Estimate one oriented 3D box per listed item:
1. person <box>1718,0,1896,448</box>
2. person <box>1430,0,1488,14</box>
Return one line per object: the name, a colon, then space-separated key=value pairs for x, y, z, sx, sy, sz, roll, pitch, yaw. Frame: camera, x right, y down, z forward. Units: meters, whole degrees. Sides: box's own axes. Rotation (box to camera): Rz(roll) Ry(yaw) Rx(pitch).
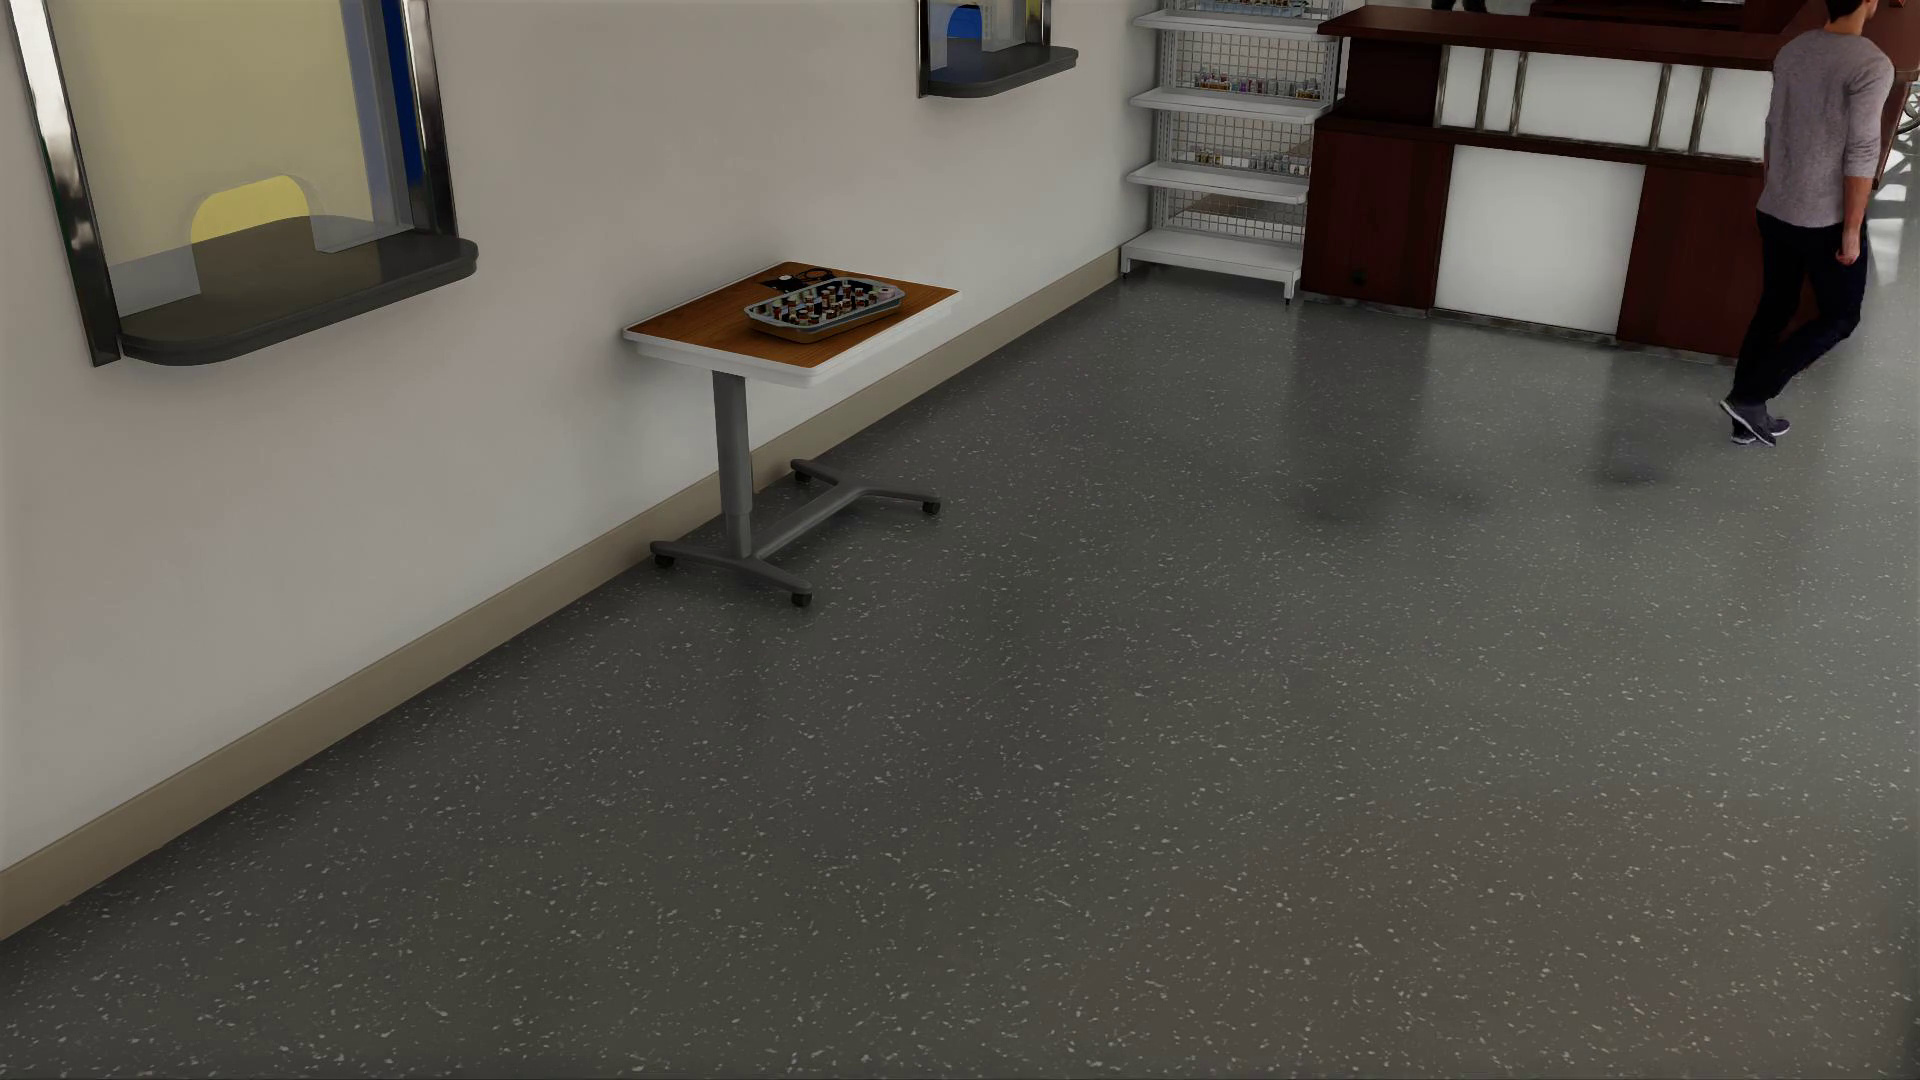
person: x=3.020 y=-1.177 z=6.051 sx=0.899 sy=1.830 sz=0.835 roll=-8 pitch=27 yaw=-15
person: x=4.063 y=-4.508 z=13.022 sx=1.183 sy=1.776 sz=0.980 roll=1 pitch=26 yaw=3
